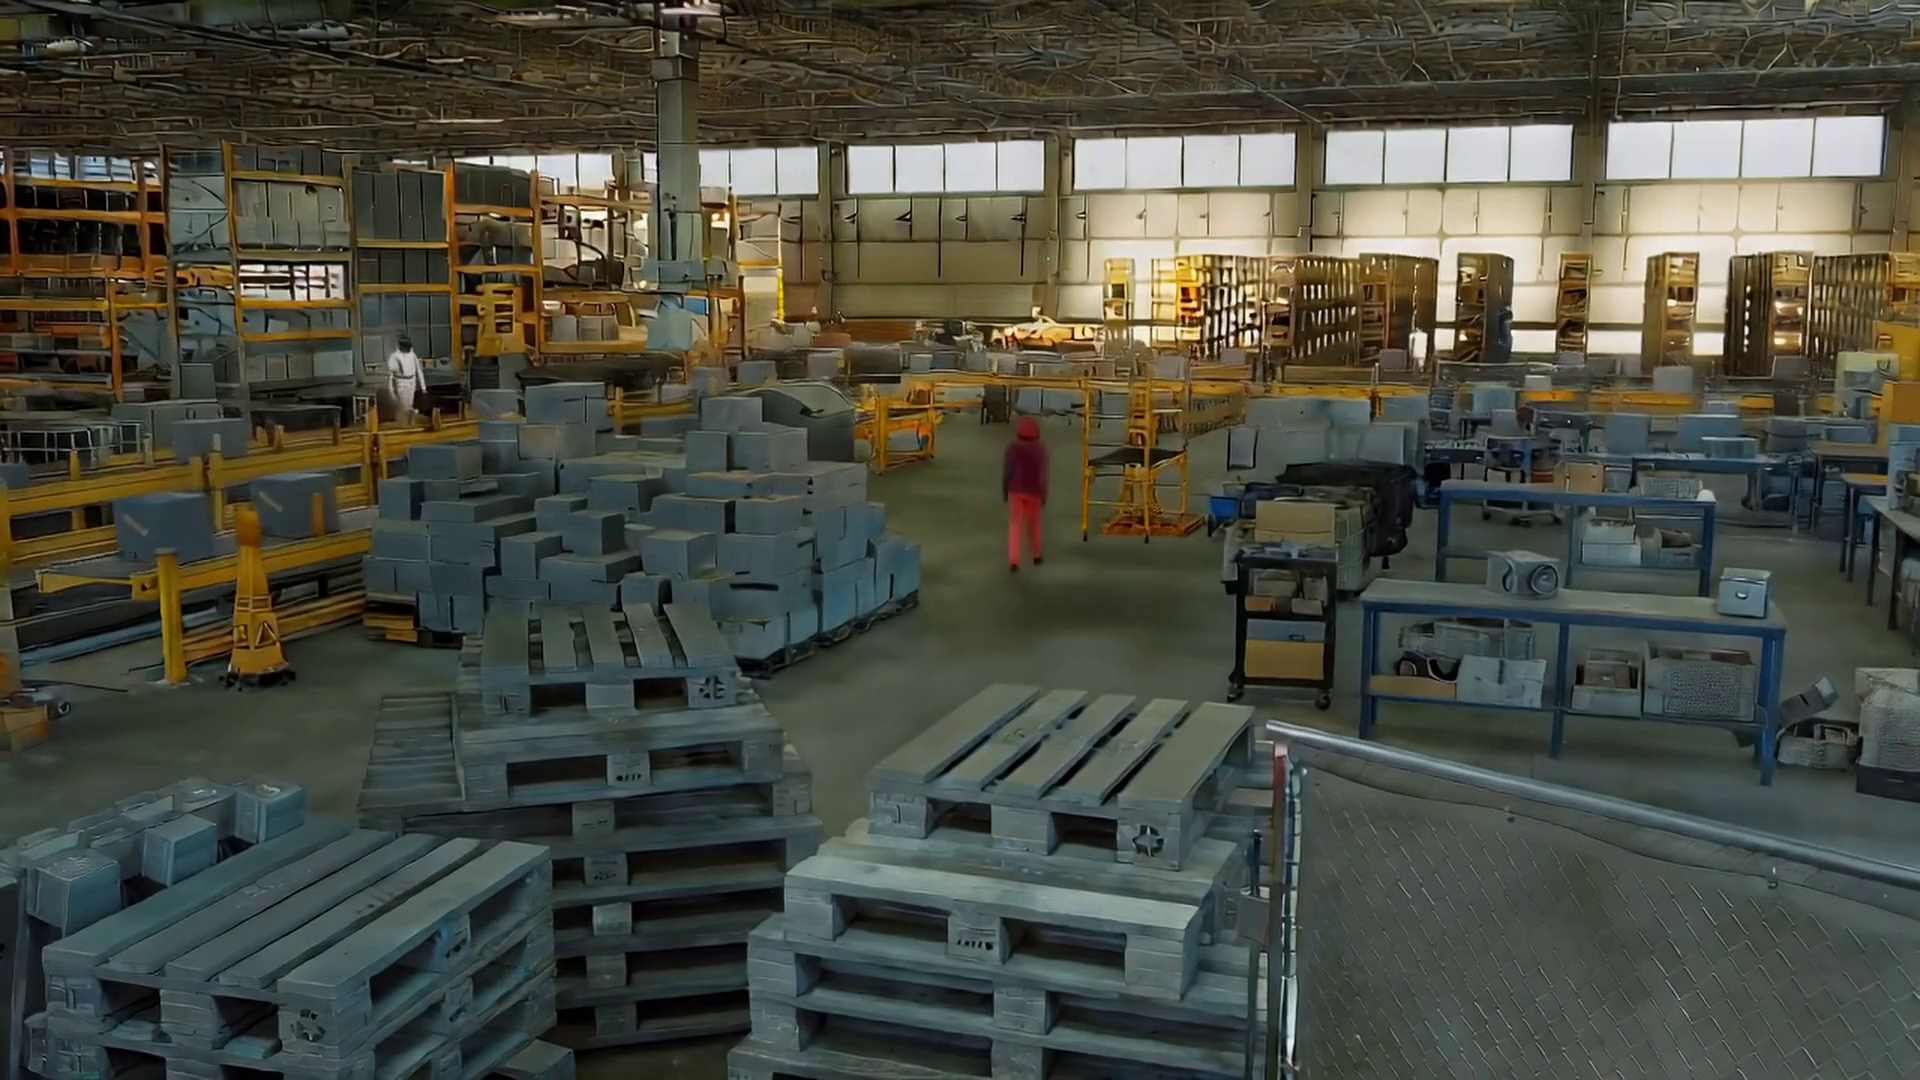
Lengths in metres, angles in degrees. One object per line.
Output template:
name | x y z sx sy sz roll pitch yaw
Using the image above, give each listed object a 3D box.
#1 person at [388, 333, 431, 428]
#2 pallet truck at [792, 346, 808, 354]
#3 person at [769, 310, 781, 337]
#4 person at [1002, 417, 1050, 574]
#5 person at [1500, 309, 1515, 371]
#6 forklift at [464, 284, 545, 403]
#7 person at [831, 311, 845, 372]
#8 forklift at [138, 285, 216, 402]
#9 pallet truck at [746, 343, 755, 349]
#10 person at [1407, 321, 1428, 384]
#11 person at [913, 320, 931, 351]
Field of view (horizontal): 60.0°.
person | -9.864 -2.711 29.873 1.012 1.998 0.630 5 10 27
pallet truck | -3.705 -4.298 42.022 0.653 1.274 1.630 3 10 20
person | -6.900 -7.750 62.297 0.521 1.740 0.782 3 9 16
person | 0.672 -0.464 17.043 0.515 1.588 0.847 2 9 12
person | 16.613 -5.999 50.436 0.426 2.032 0.622 -2 9 -11
forklift | -10.832 -4.702 39.610 1.129 2.768 1.873 3 10 20
person | -3.801 -6.237 52.313 0.410 1.905 0.641 -5 10 -30
forklift | -17.480 -4.200 36.461 1.873 2.768 1.129 3 10 19
pallet truck | -6.183 -4.618 44.264 1.601 1.201 0.680 -9 12 -43
person | 11.863 -4.751 43.143 0.565 1.850 0.389 -5 10 -27
person | -1.106 -5.202 46.177 0.953 1.782 0.614 5 11 30
